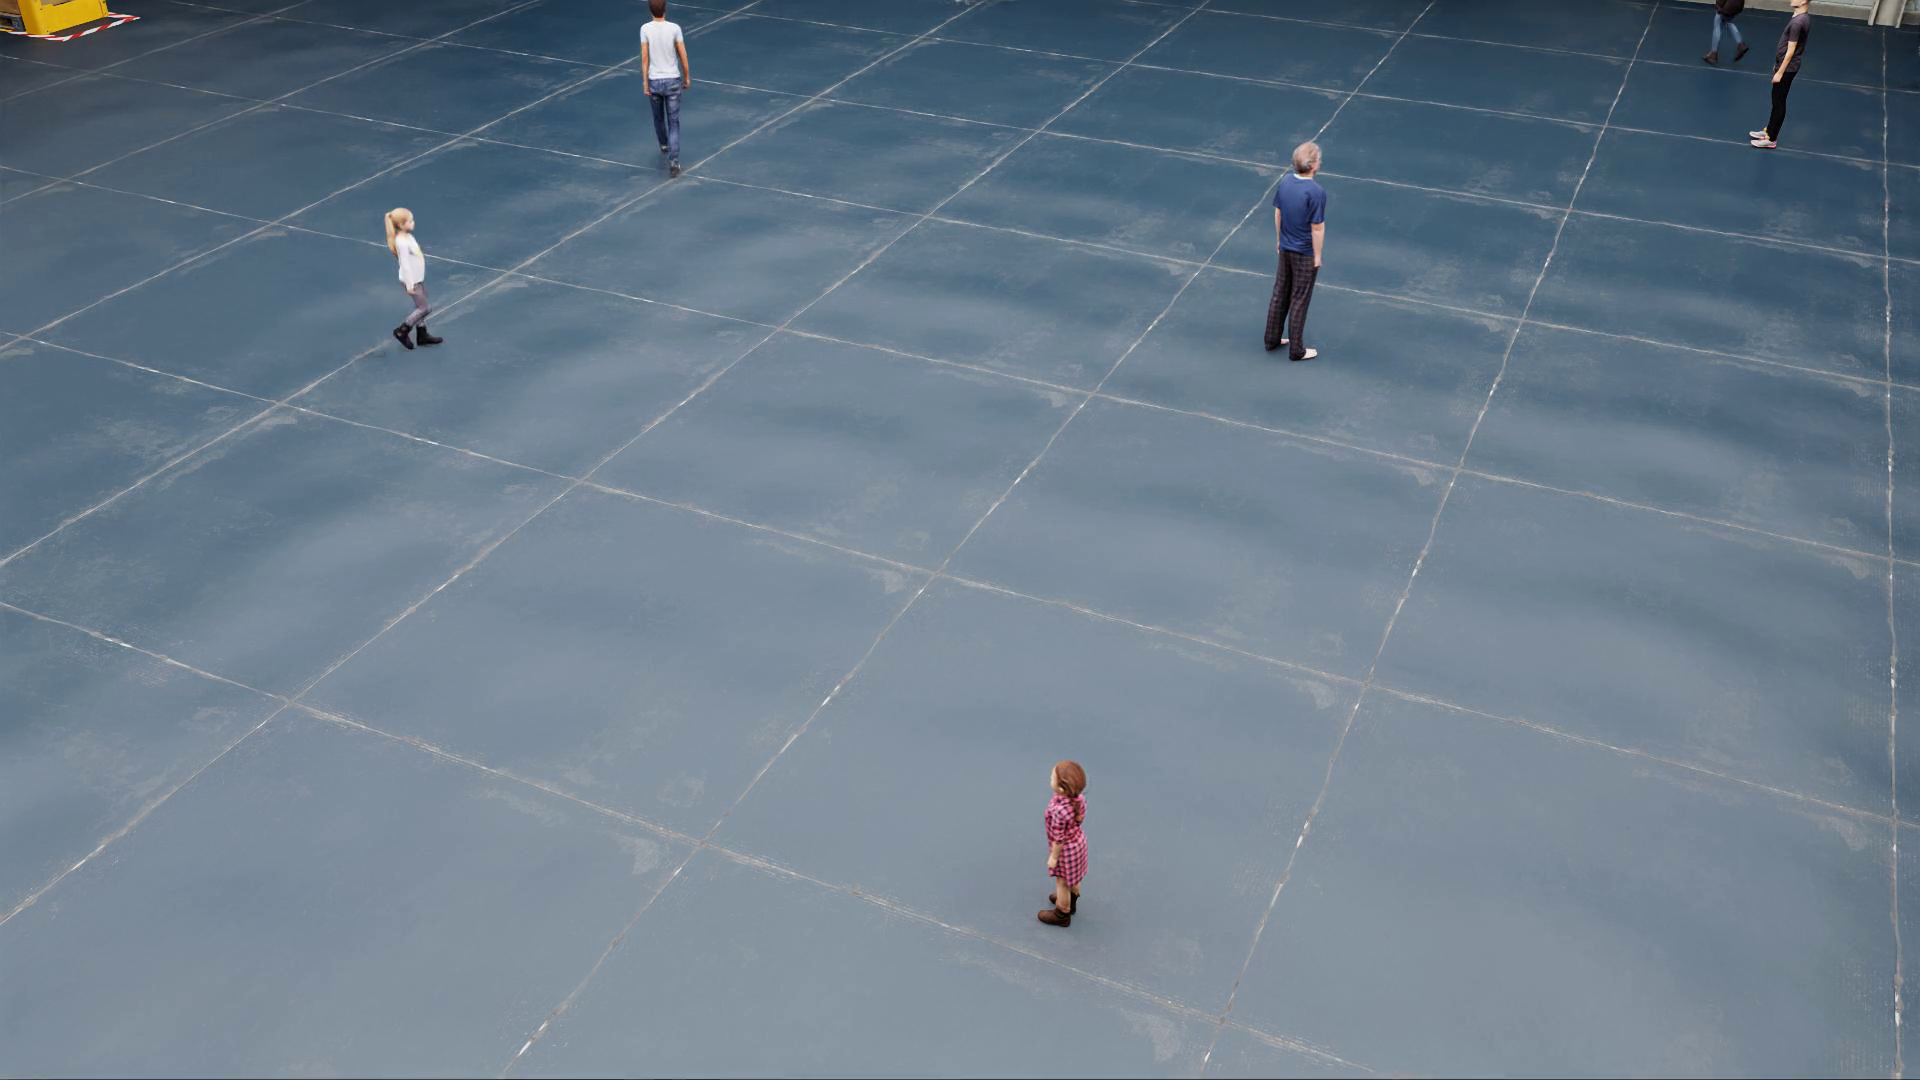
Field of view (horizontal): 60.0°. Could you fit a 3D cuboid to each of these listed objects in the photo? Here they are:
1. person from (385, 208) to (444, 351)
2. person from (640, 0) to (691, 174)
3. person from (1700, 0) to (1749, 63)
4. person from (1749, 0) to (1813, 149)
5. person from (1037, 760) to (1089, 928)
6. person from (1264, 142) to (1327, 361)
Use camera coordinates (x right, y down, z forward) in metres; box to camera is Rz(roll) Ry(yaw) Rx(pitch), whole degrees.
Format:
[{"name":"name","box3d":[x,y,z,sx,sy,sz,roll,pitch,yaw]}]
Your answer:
[{"name":"person","box3d":[-4.750,-2.222,14.222,0.729,1.269,0.659,-8,33,-12]},{"name":"person","box3d":[-3.174,-4.867,17.901,1.189,1.818,1.101,-4,32,-6]},{"name":"person","box3d":[9.938,-6.897,21.310,0.881,1.613,0.981,-17,36,-25]},{"name":"person","box3d":[9.257,-5.300,18.637,0.547,1.764,0.637,12,34,19]},{"name":"person","box3d":[0.537,1.544,8.484,0.442,1.021,0.437,16,36,24]},{"name":"person","box3d":[2.841,-2.431,13.987,0.798,1.873,0.658,-22,38,-31]}]
